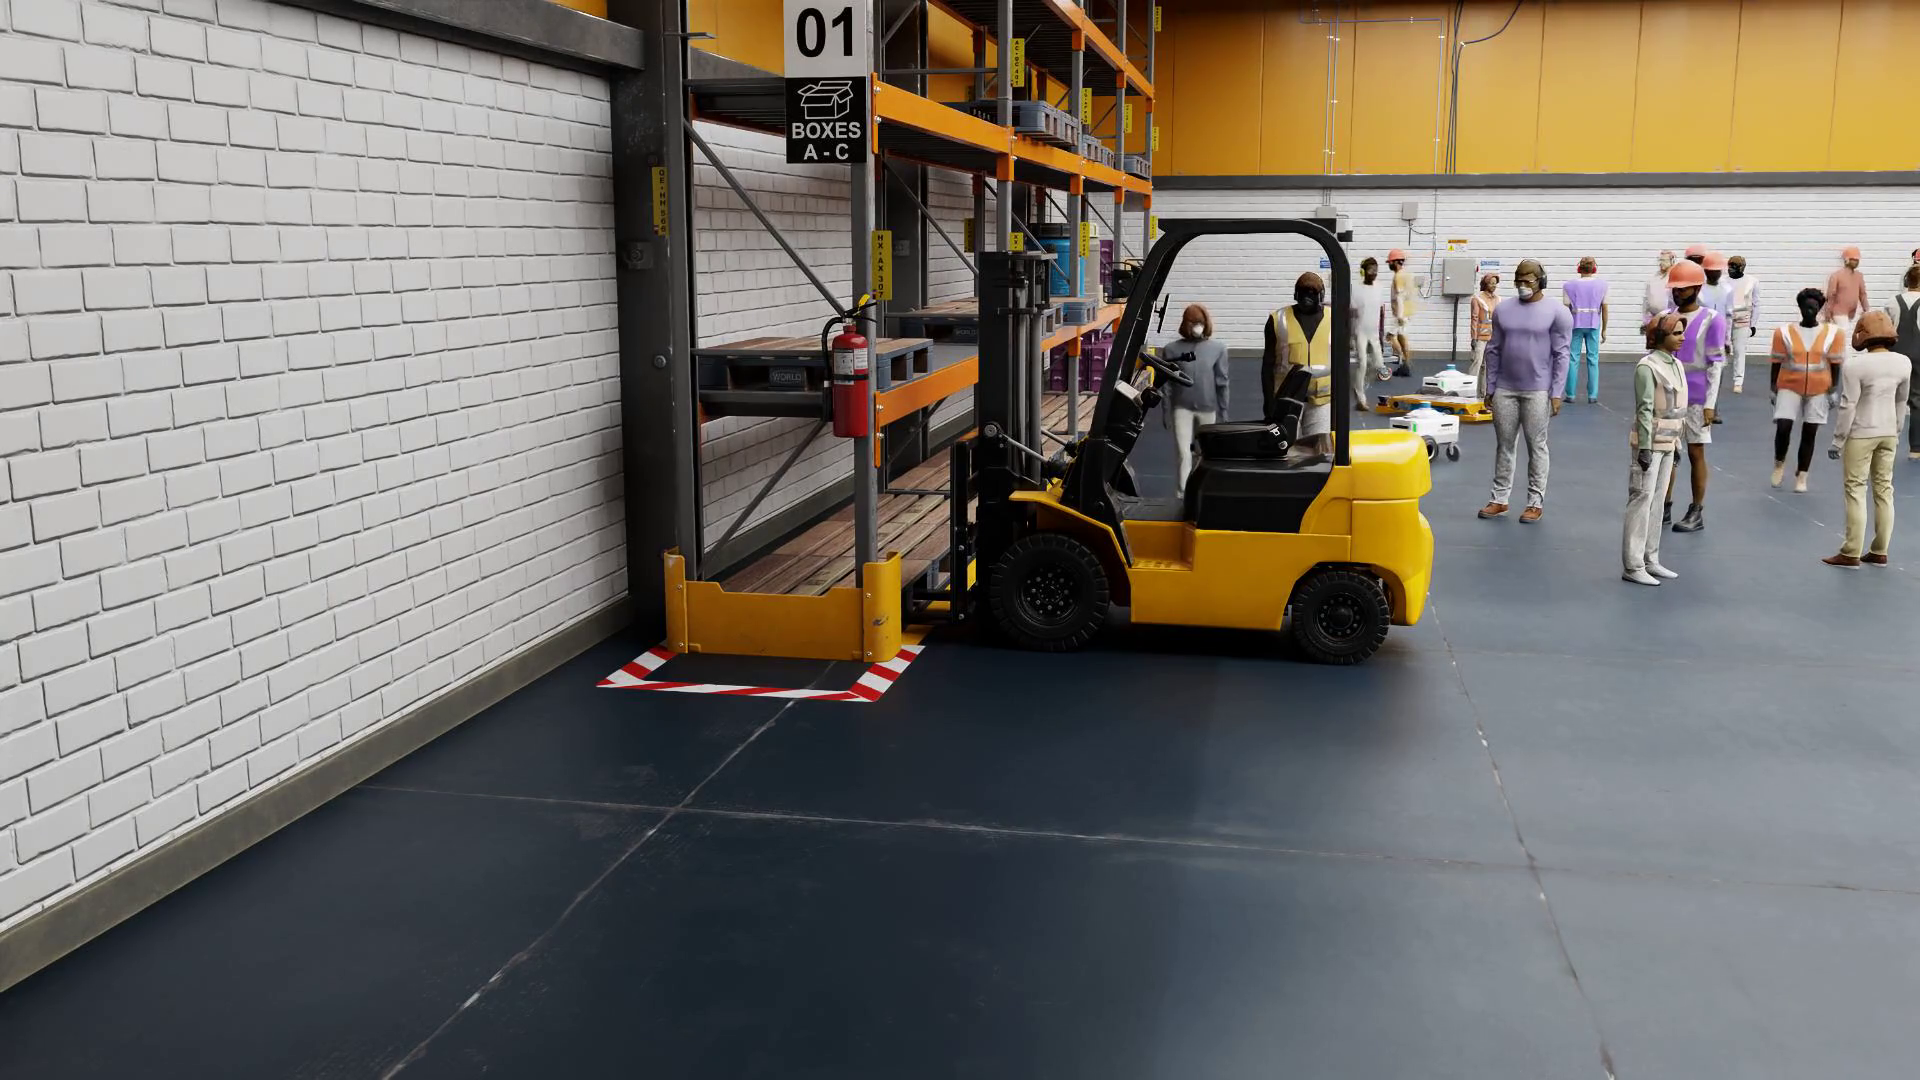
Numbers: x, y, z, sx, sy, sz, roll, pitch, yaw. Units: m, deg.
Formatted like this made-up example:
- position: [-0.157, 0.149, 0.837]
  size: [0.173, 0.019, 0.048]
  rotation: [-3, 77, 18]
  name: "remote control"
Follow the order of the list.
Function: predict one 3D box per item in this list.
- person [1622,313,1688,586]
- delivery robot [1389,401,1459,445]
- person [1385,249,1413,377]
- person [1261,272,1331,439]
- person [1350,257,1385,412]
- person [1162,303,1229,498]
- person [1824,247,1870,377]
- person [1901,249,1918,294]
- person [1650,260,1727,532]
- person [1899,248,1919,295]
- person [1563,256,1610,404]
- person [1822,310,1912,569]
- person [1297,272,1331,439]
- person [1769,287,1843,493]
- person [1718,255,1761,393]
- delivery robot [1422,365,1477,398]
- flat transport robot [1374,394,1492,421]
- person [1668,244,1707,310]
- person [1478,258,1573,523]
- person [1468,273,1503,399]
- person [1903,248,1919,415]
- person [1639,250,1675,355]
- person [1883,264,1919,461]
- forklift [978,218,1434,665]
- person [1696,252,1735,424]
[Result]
- position: [4.219, -0.554, 10.084]
  size: [0.307, 1.641, 0.512]
  rotation: [9, 14, 42]
  name: "person"
- position: [4.331, -1.051, 15.523]
  size: [0.707, 0.478, 0.477]
  rotation: [-8, 13, -37]
  name: "delivery robot"
- position: [6.574, -3.396, 24.929]
  size: [0.510, 1.905, 0.571]
  rotation: [5, 12, 26]
  name: "person"
- position: [2.507, -1.025, 12.132]
  size: [0.619, 1.839, 0.430]
  rotation: [1, 10, 3]
  name: "person"
- position: [4.886, -2.461, 19.955]
  size: [0.546, 1.852, 0.416]
  rotation: [-4, 11, -19]
  name: "person"
- position: [1.760, -0.978, 12.516]
  size: [0.496, 1.611, 0.719]
  rotation: [0, 10, 2]
  name: "person"
- position: [13.114, -3.353, 24.631]
  size: [0.625, 1.944, 1.054]
  rotation: [-5, 12, -27]
  name: "person"
- position: [11.869, -2.631, 20.596]
  size: [0.602, 1.958, 0.369]
  rotation: [-2, 11, -11]
  name: "person"
- position: [5.130, -1.016, 11.843]
  size: [0.396, 1.929, 0.539]
  rotation: [-8, 13, -38]
  name: "person"
- position: [14.992, -3.627, 26.109]
  size: [0.352, 1.937, 0.635]
  rotation: [-1, 10, -6]
  name: "person"
- position: [7.840, -2.632, 20.903]
  size: [0.563, 1.847, 0.388]
  rotation: [2, 11, 13]
  name: "person"
- position: [5.734, -0.630, 10.515]
  size: [0.498, 1.633, 0.279]
  rotation: [-3, 11, -14]
  name: "person"
- position: [3.344, -1.663, 15.836]
  size: [0.533, 1.761, 0.350]
  rotation: [2, 11, 12]
  name: "person"
- position: [6.889, -1.212, 13.575]
  size: [0.536, 1.684, 0.368]
  rotation: [4, 11, 21]
  name: "person"
- position: [10.385, -2.896, 22.374]
  size: [0.633, 1.839, 0.429]
  rotation: [7, 12, 33]
  name: "person"
- position: [5.882, -1.861, 19.968]
  size: [0.707, 0.478, 0.477]
  rotation: [-8, 13, -36]
  name: "delivery robot"
- position: [5.577, -1.542, 19.255]
  size: [0.652, 0.197, 1.431]
  rotation: [-8, 13, -36]
  name: "flat transport robot"
- position: [9.581, -2.869, 21.778]
  size: [0.618, 2.009, 1.002]
  rotation: [3, 11, 15]
  name: "person"
- position: [4.149, -1.093, 12.234]
  size: [0.627, 1.935, 0.371]
  rotation: [10, 14, 43]
  name: "person"
- position: [6.554, -2.498, 20.740]
  size: [0.523, 1.639, 0.308]
  rotation: [-6, 12, -31]
  name: "person"
- position: [11.317, -2.476, 19.640]
  size: [0.610, 1.996, 0.384]
  rotation: [-9, 13, -39]
  name: "person"
- position: [9.838, -3.082, 23.270]
  size: [0.472, 1.897, 0.729]
  rotation: [-8, 13, -37]
  name: "person"
- position: [8.909, -1.662, 15.614]
  size: [0.505, 1.839, 0.349]
  rotation: [10, 14, 44]
  name: "person"
- position: [1.285, -0.567, 8.635]
  size: [2.313, 2.155, 1.214]
  rotation: [2, 11, 11]
  name: "forklift"
- position: [8.365, -2.246, 18.596]
  size: [0.558, 1.917, 0.403]
  rotation: [0, 10, -2]
  name: "person"
